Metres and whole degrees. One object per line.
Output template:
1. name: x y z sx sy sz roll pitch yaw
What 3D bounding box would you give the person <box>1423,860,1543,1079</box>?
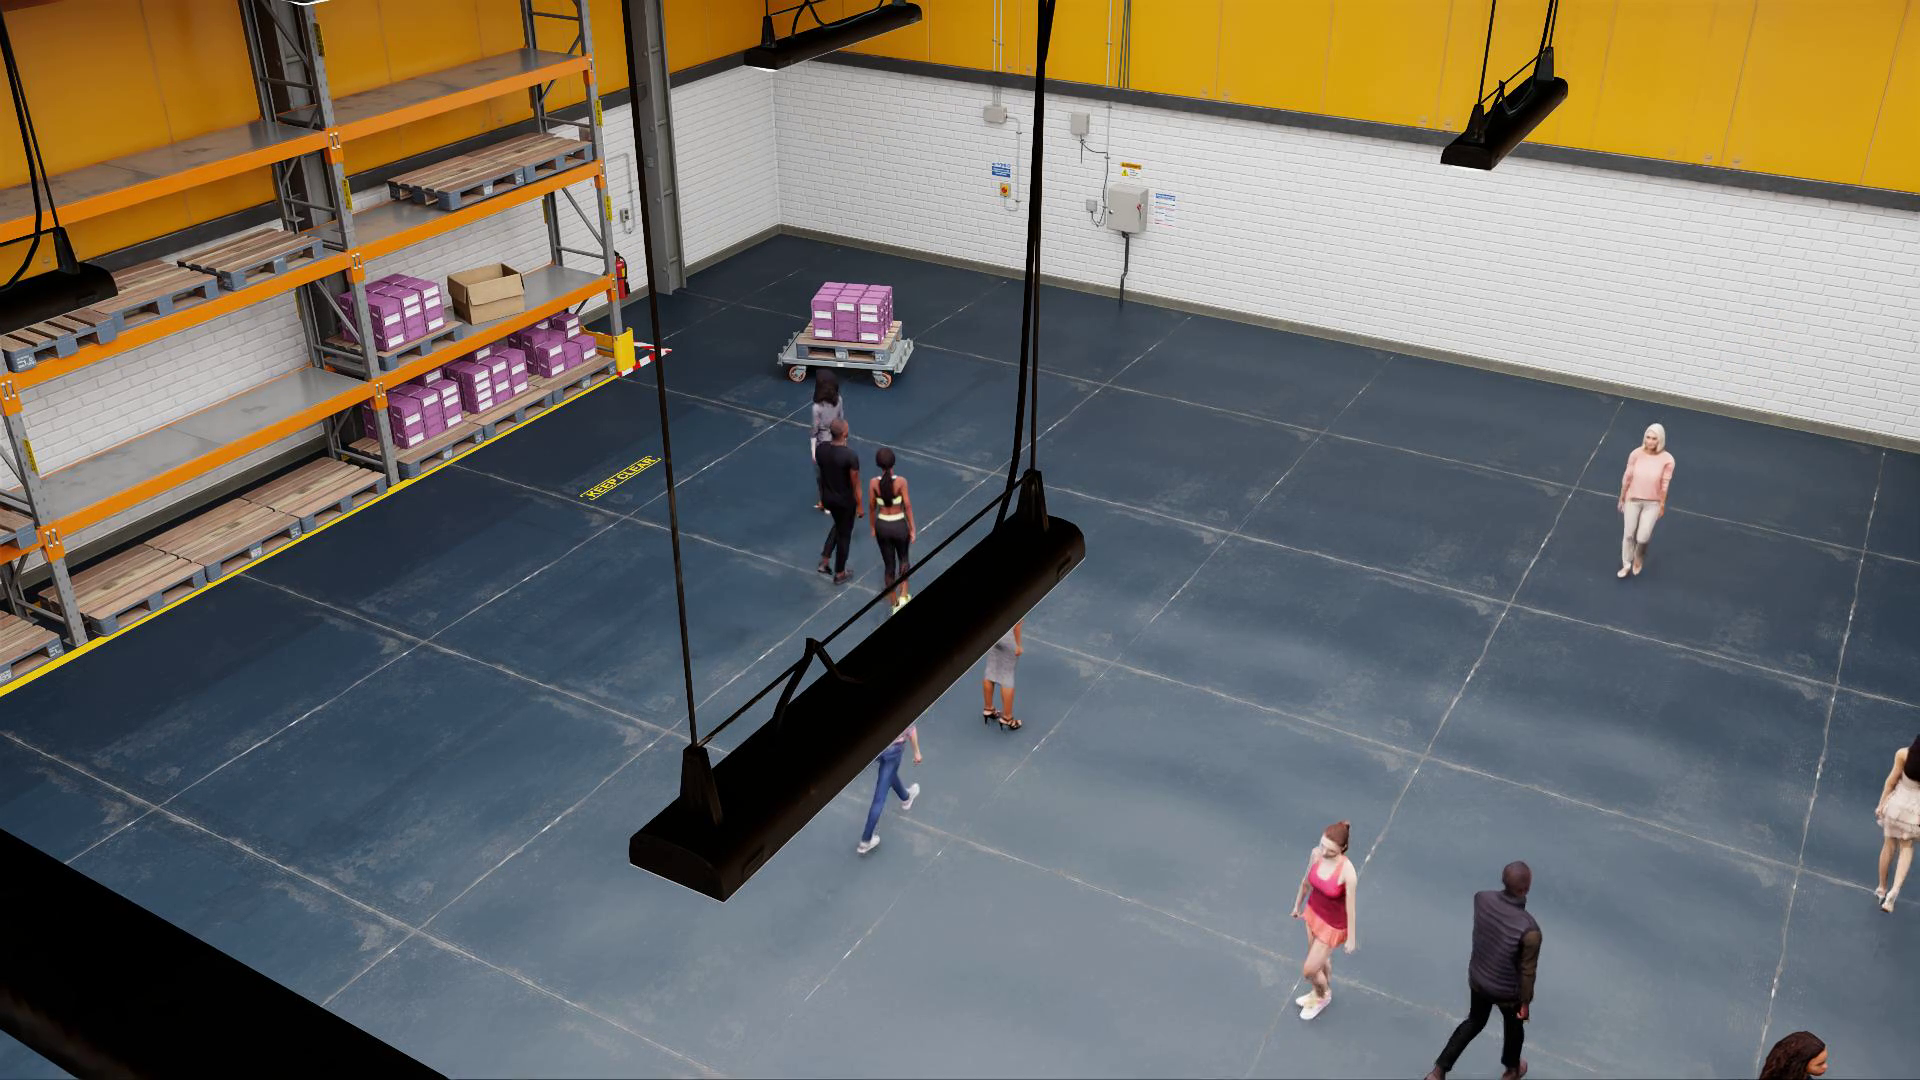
1. person: 3.399 2.891 10.776 1.228 1.797 1.047 -15 32 -26

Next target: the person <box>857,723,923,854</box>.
1. person: -0.626 1.695 13.075 0.592 1.694 1.112 15 32 26

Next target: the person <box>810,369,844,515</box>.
1. person: -1.372 -0.967 17.912 1.012 1.736 0.844 -24 37 -37

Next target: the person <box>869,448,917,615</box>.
1. person: -0.677 -0.027 16.195 0.717 1.730 0.736 3 29 6

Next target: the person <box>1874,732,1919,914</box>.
1. person: 7.022 2.078 12.340 0.579 1.726 0.768 14 32 24

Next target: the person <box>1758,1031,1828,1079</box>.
1. person: 4.806 3.527 9.797 0.690 1.617 0.571 21 35 33

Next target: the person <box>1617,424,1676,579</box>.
1. person: 6.980 -0.417 16.927 0.627 1.714 0.620 19 34 31

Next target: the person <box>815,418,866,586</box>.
1. person: -1.269 -0.347 16.698 0.741 1.810 0.781 23 36 36

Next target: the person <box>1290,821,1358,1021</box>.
1. person: 2.574 2.600 11.385 0.840 1.725 0.806 -12 31 -21
